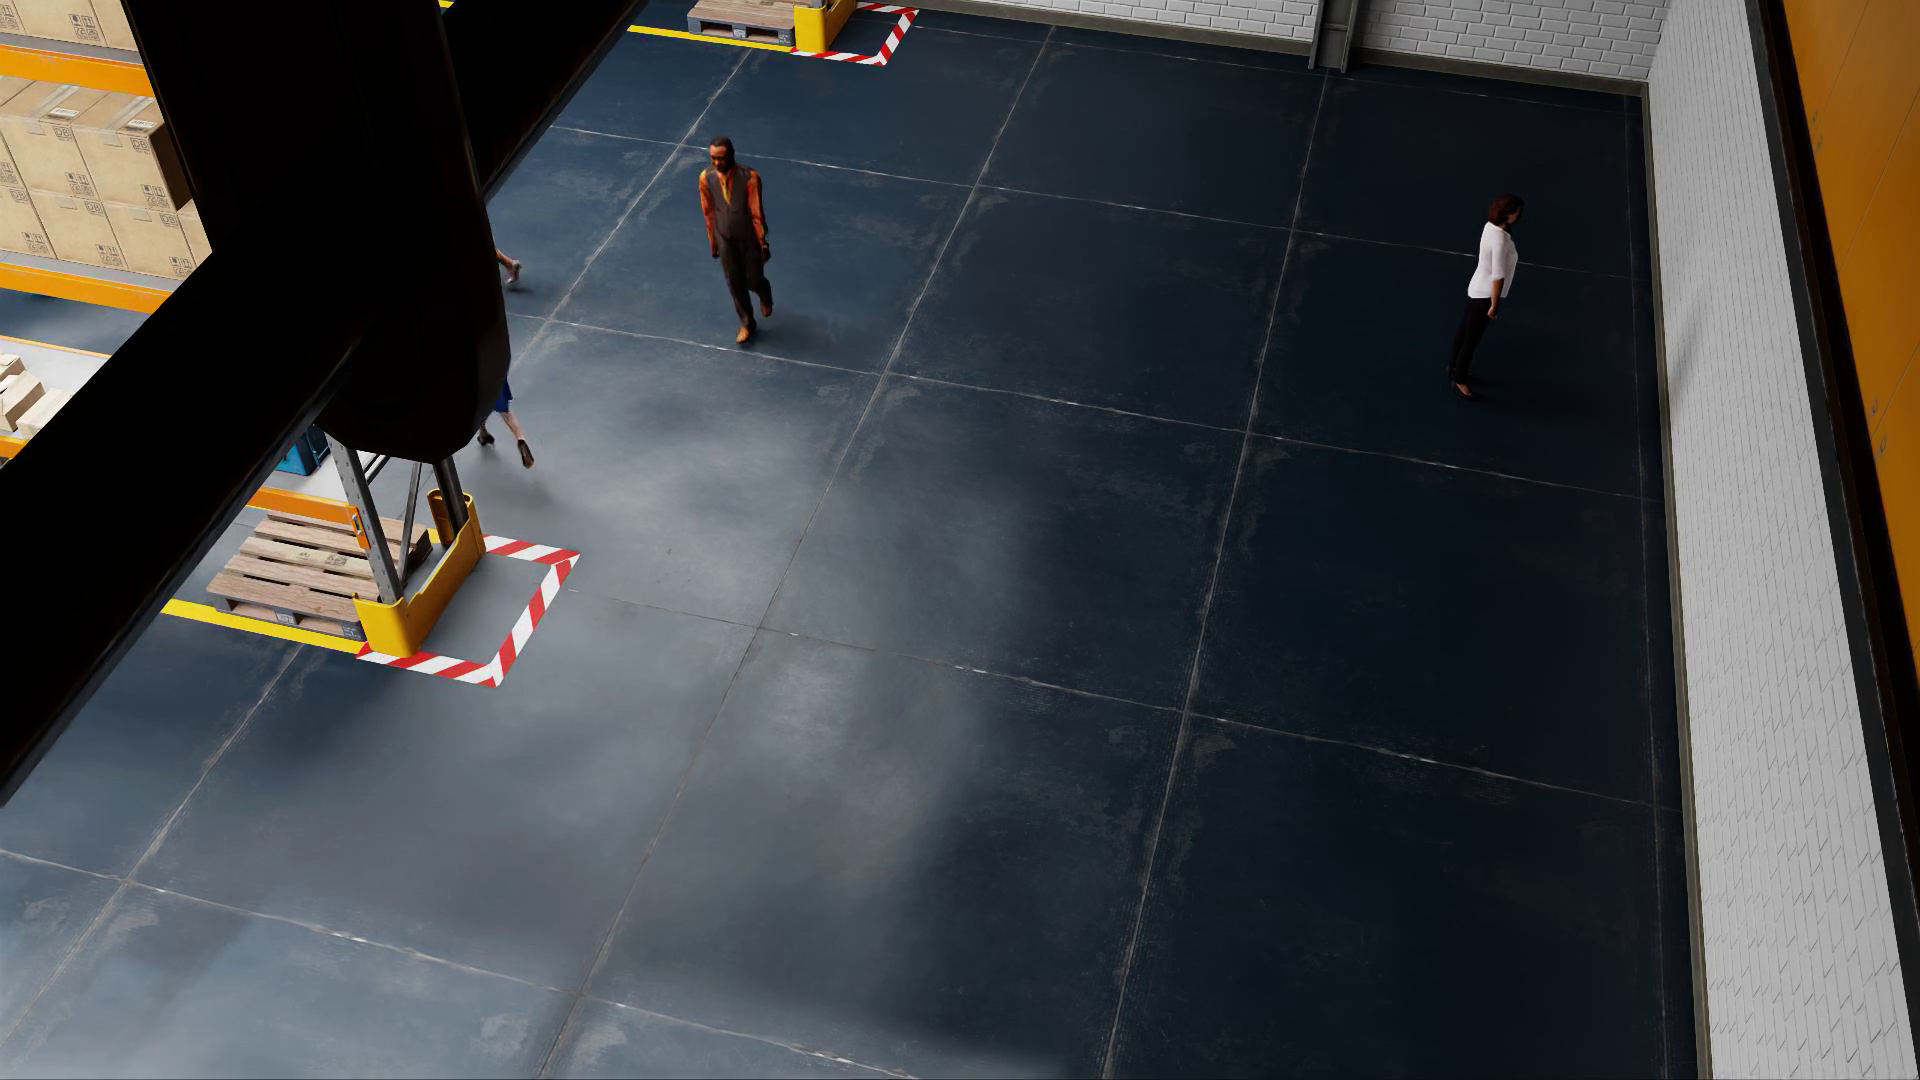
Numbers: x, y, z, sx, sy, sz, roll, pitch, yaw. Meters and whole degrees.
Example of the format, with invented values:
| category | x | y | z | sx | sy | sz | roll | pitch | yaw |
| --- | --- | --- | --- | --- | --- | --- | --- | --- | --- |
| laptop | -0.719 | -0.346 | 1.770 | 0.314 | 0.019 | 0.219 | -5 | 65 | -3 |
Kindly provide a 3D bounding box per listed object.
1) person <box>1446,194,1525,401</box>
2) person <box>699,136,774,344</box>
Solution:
| category | x | y | z | sx | sy | sz | roll | pitch | yaw |
| --- | --- | --- | --- | --- | --- | --- | --- | --- | --- |
| person | 4.075 | -1.910 | 12.982 | 0.568 | 1.791 | 0.639 | 4 | 44 | 4 |
| person | -1.761 | -2.509 | 13.538 | 0.762 | 1.891 | 0.759 | 8 | 44 | 8 |
